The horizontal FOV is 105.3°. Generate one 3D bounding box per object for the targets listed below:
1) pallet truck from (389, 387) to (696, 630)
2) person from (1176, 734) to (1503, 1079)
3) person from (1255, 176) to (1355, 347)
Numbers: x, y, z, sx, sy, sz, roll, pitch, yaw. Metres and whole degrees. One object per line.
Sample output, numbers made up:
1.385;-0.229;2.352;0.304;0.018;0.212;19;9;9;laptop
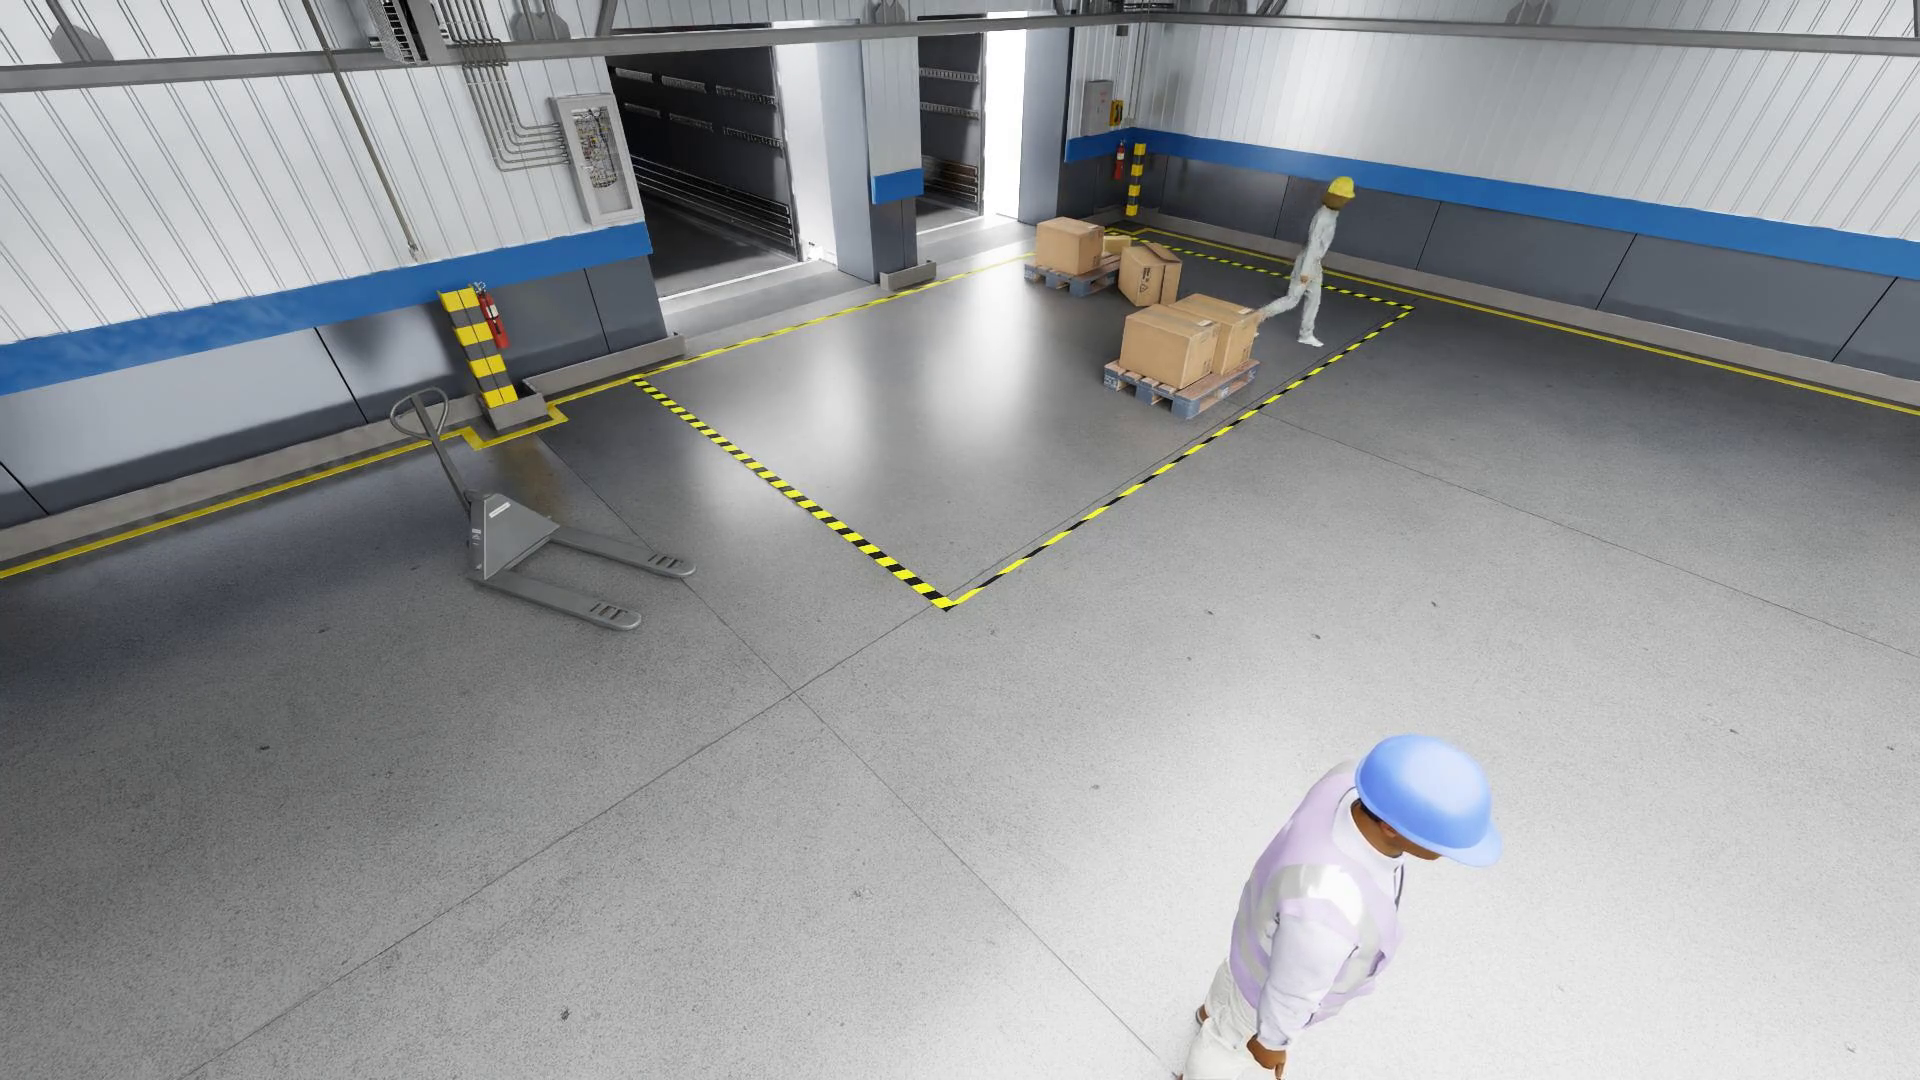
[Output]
-2.613;-0.247;4.593;1.601;1.201;0.680;14;40;17;pallet truck
0.988;1.205;2.134;0.403;1.945;0.610;23;43;27;person
3.571;-2.876;7.619;0.838;1.695;0.521;21;42;25;person
